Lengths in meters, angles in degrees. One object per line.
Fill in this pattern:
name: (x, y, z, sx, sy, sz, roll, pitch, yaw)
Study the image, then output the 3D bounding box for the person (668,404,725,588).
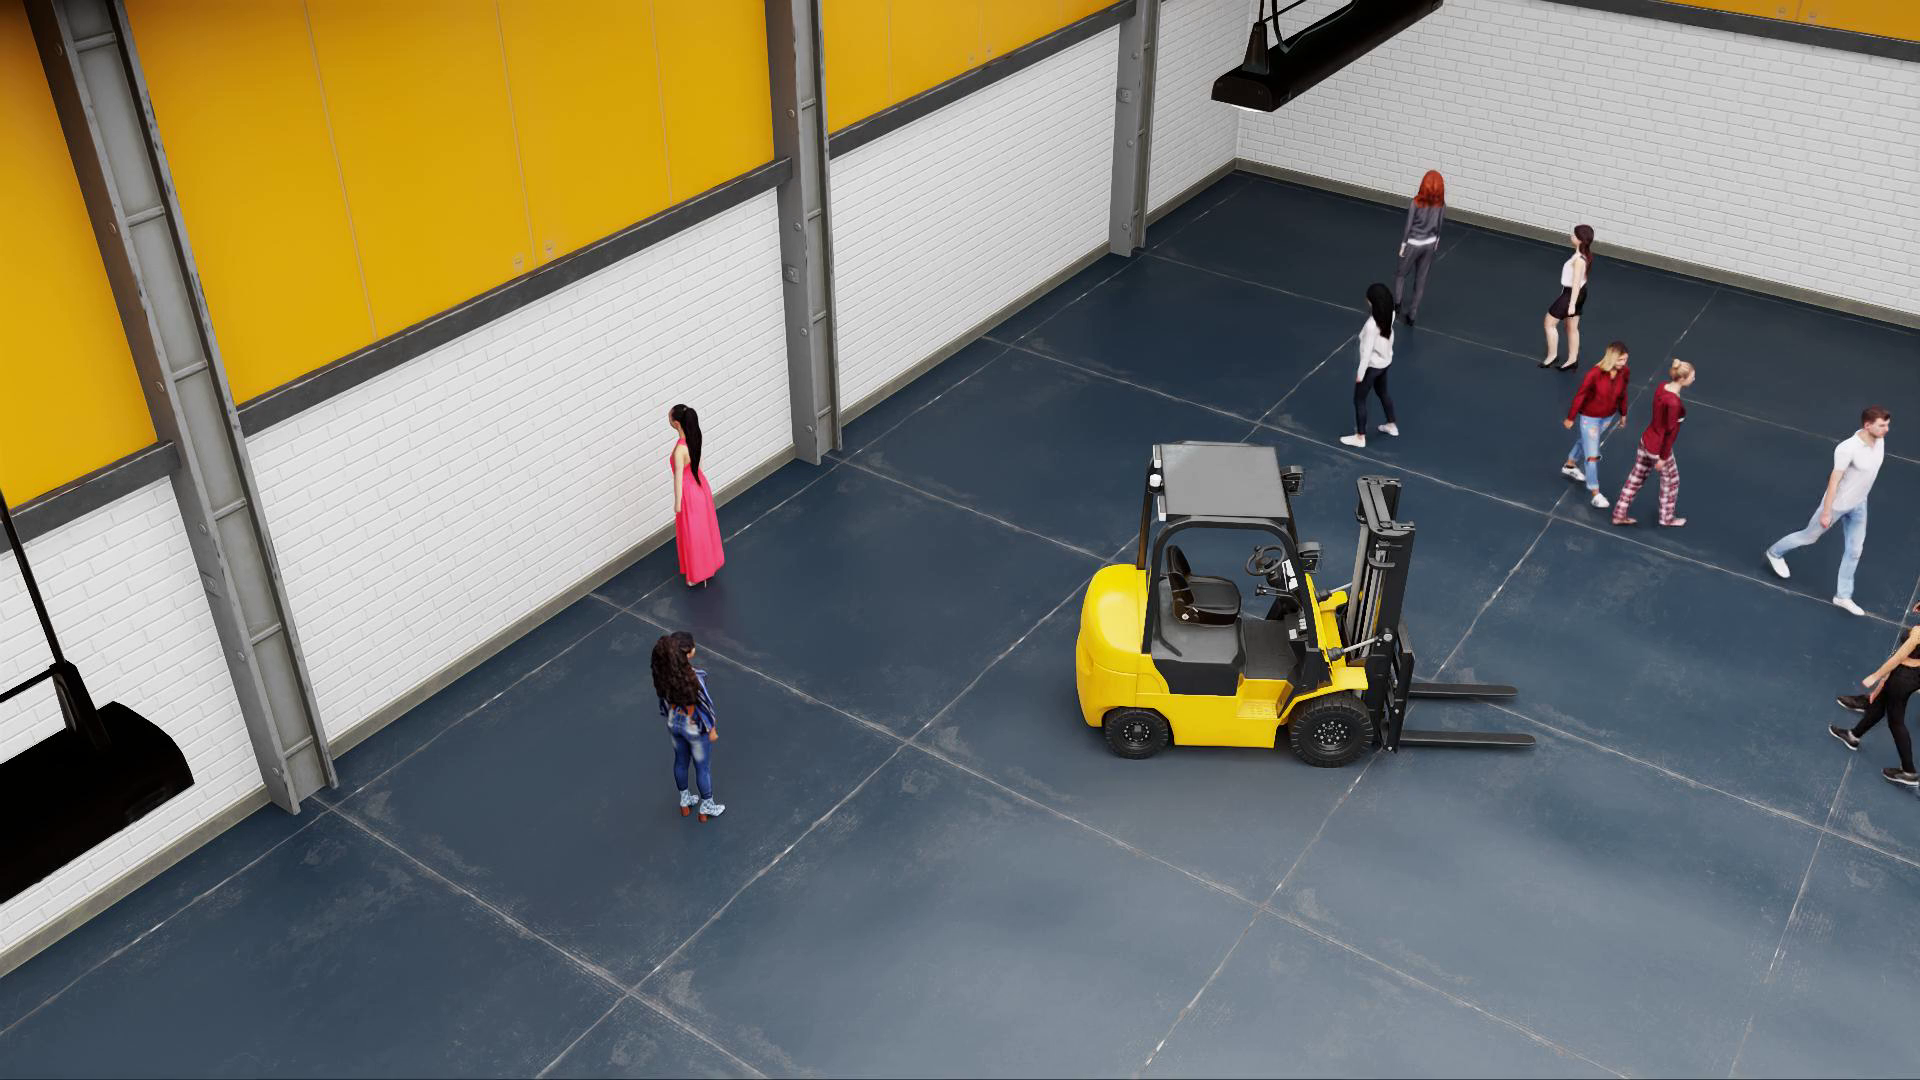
person: (-2.265, -0.381, 14.072, 0.735, 1.723, 0.602, 10, 35, 15)

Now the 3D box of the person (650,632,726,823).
person: (-1.896, 1.297, 11.645, 0.610, 1.616, 0.554, 19, 38, 26)

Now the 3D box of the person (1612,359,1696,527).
person: (6.141, -0.846, 14.811, 0.994, 1.680, 0.963, -2, 34, -3)

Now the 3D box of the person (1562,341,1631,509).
person: (5.825, -1.147, 15.350, 1.108, 1.585, 1.086, -14, 36, -19)

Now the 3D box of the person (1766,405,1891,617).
person: (7.300, -0.331, 13.916, 1.240, 1.813, 1.136, -14, 36, -20)

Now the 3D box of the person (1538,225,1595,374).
person: (6.447, -2.473, 17.302, 0.689, 1.632, 0.637, 15, 36, 21)

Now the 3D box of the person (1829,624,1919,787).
person: (6.883, 1.060, 12.003, 0.987, 1.614, 0.826, -22, 39, -29)

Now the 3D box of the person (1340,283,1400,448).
person: (4.011, -1.691, 16.073, 0.822, 1.690, 0.632, 25, 41, 32)

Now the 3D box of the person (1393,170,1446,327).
person: (5.057, -3.157, 18.215, 0.822, 1.761, 0.885, -3, 34, -4)
